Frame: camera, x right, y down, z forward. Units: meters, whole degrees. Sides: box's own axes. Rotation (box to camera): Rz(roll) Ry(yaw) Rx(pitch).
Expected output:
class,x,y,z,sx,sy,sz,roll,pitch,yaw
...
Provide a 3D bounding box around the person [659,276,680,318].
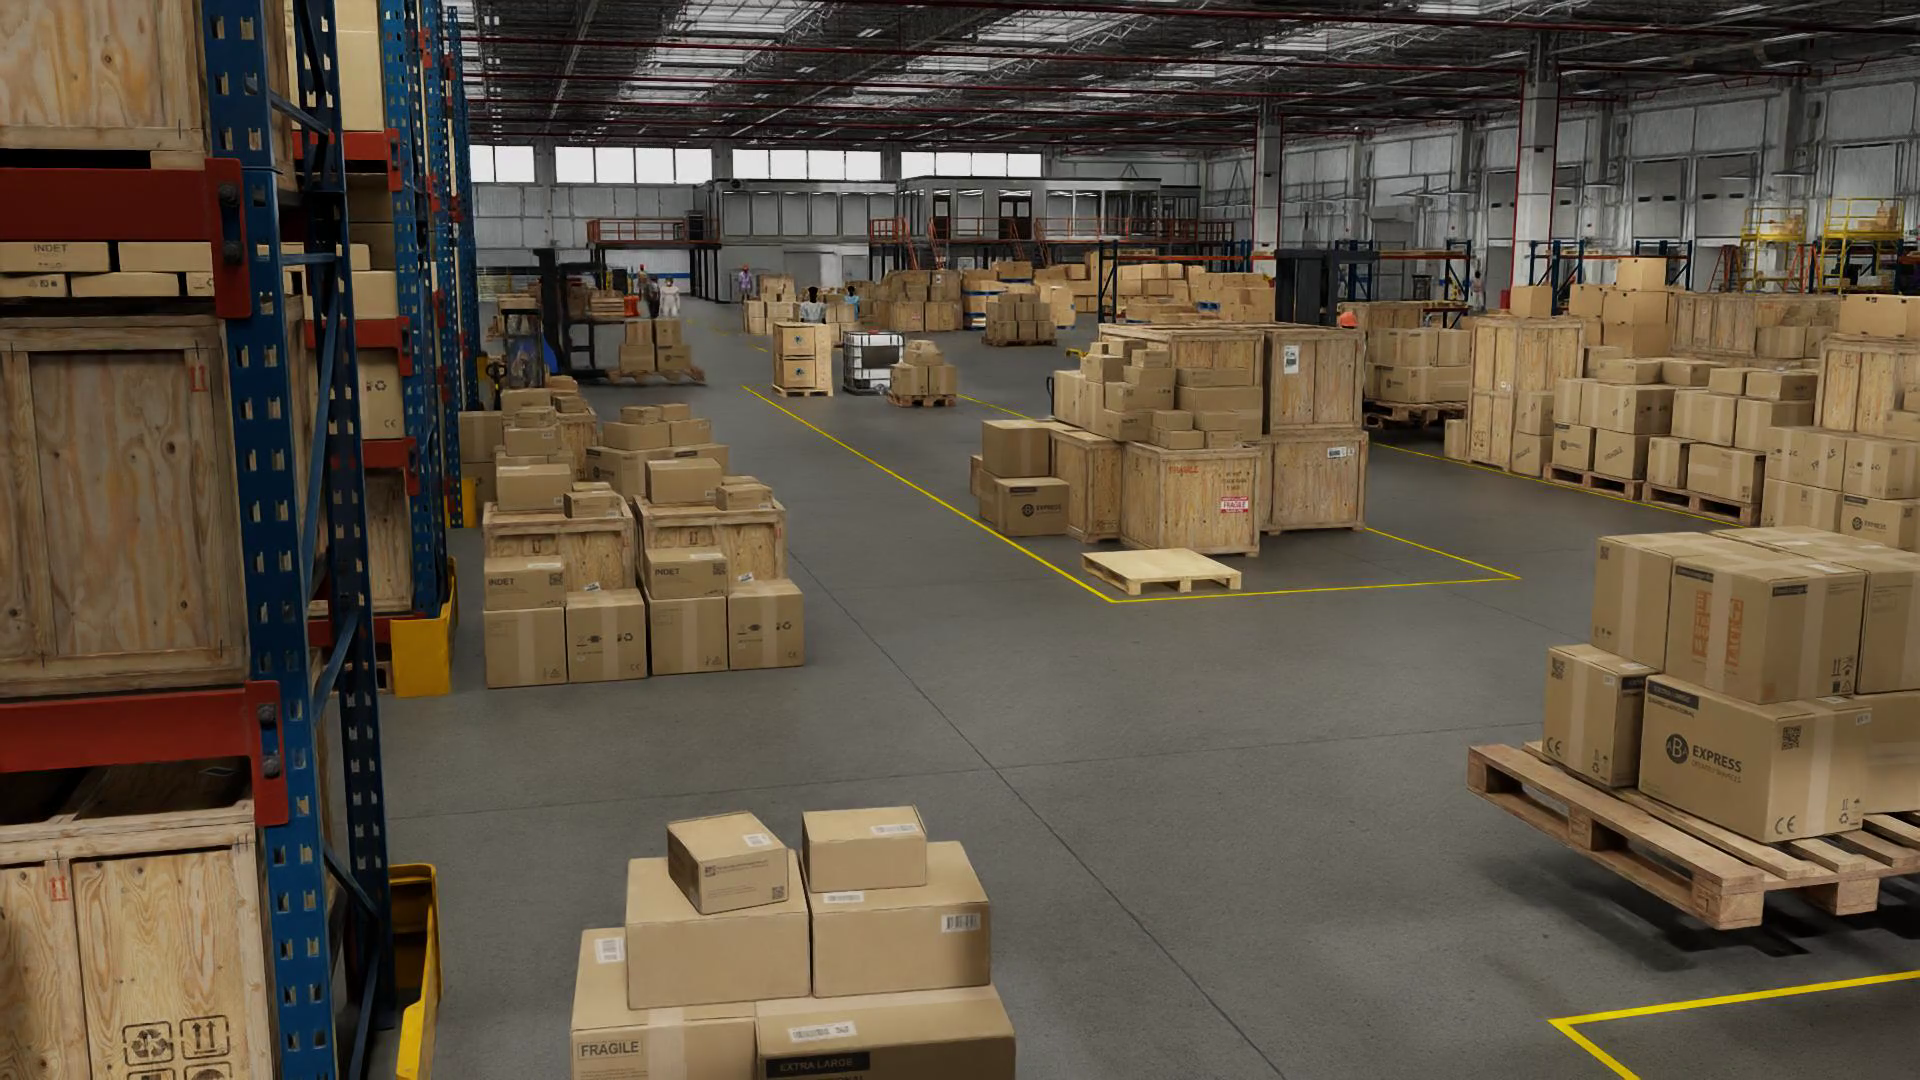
class,x,y,z,sx,sy,sz,roll,pitch,yaw
person,-9.019,-7.220,51.726,0.631,1.936,0.362,-2,10,-13

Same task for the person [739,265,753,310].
class,x,y,z,sx,sy,sz,roll,pitch,yaw
person,-9.729,-11.491,75.611,0.611,2.042,0.395,-2,10,-13

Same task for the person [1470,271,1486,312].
class,x,y,z,sx,sy,sz,roll,pitch,yaw
person,22.580,-10.832,72.542,0.646,1.816,0.552,4,11,19

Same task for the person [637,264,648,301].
class,x,y,z,sx,sy,sz,roll,pitch,yaw
person,-16.667,-13.499,87.287,0.549,1.934,0.374,-2,10,-13

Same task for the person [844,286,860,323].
class,x,y,z,sx,sy,sz,roll,pitch,yaw
person,-3.250,-6.755,49.774,0.538,1.695,0.320,-2,10,-13

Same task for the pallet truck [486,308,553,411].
class,x,y,z,sx,sy,sz,roll,pitch,yaw
pallet truck,-6.242,-2.418,24.362,0.823,1.965,1.885,1,10,3

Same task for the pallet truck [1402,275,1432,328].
class,x,y,z,sx,sy,sz,roll,pitch,yaw
pallet truck,14.620,-7.324,52.145,0.823,1.965,1.885,8,13,40

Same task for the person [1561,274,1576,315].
class,x,y,z,sx,sy,sz,roll,pitch,yaw
person,19.484,-7.498,53.143,0.616,1.990,0.393,-2,10,-13

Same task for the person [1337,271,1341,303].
class,x,y,z,sx,sy,sz,roll,pitch,yaw
person,19.204,-13.093,84.987,0.549,1.934,0.374,-2,10,-13

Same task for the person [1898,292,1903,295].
class,x,y,z,sx,sy,sz,roll,pitch,yaw
person,23.344,-5.320,41.515,0.489,1.743,0.323,-2,10,-13

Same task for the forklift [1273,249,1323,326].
class,x,y,z,sx,sy,sz,roll,pitch,yaw
forklift,4.855,-2.824,24.162,1.873,2.768,1.129,-3,10,-15

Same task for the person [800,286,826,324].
class,x,y,z,sx,sy,sz,roll,pitch,yaw
person,-3.342,-4.795,37.917,0.610,1.963,0.366,-2,10,-13

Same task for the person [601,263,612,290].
class,x,y,z,sx,sy,sz,roll,pitch,yaw
person,-19.855,-14.576,93.408,0.591,1.926,0.386,-2,10,-13

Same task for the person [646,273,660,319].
class,x,y,z,sx,sy,sz,roll,pitch,yaw
person,-10.041,-7.808,54.761,0.560,2.000,0.844,-5,11,-27

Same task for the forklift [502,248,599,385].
class,x,y,z,sx,sy,sz,roll,pitch,yaw
forklift,-8.438,-4.579,34.100,1.873,2.768,1.129,-3,10,-15

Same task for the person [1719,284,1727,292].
class,x,y,z,sx,sy,sz,roll,pitch,yaw
person,21.715,-6.404,47.459,0.545,1.814,0.540,2,10,9

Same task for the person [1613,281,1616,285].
class,x,y,z,sx,sy,sz,roll,pitch,yaw
person,19.182,-6.646,48.668,0.521,1.870,0.319,-2,10,-13

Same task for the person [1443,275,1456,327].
class,x,y,z,sx,sy,sz,roll,pitch,yaw
person,17.327,-8.463,58.952,0.608,1.863,0.677,-4,11,-20

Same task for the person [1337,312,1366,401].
class,x,y,z,sx,sy,sz,roll,pitch,yaw
person,5.158,-2.053,22.304,0.616,1.993,0.395,-2,10,-13
